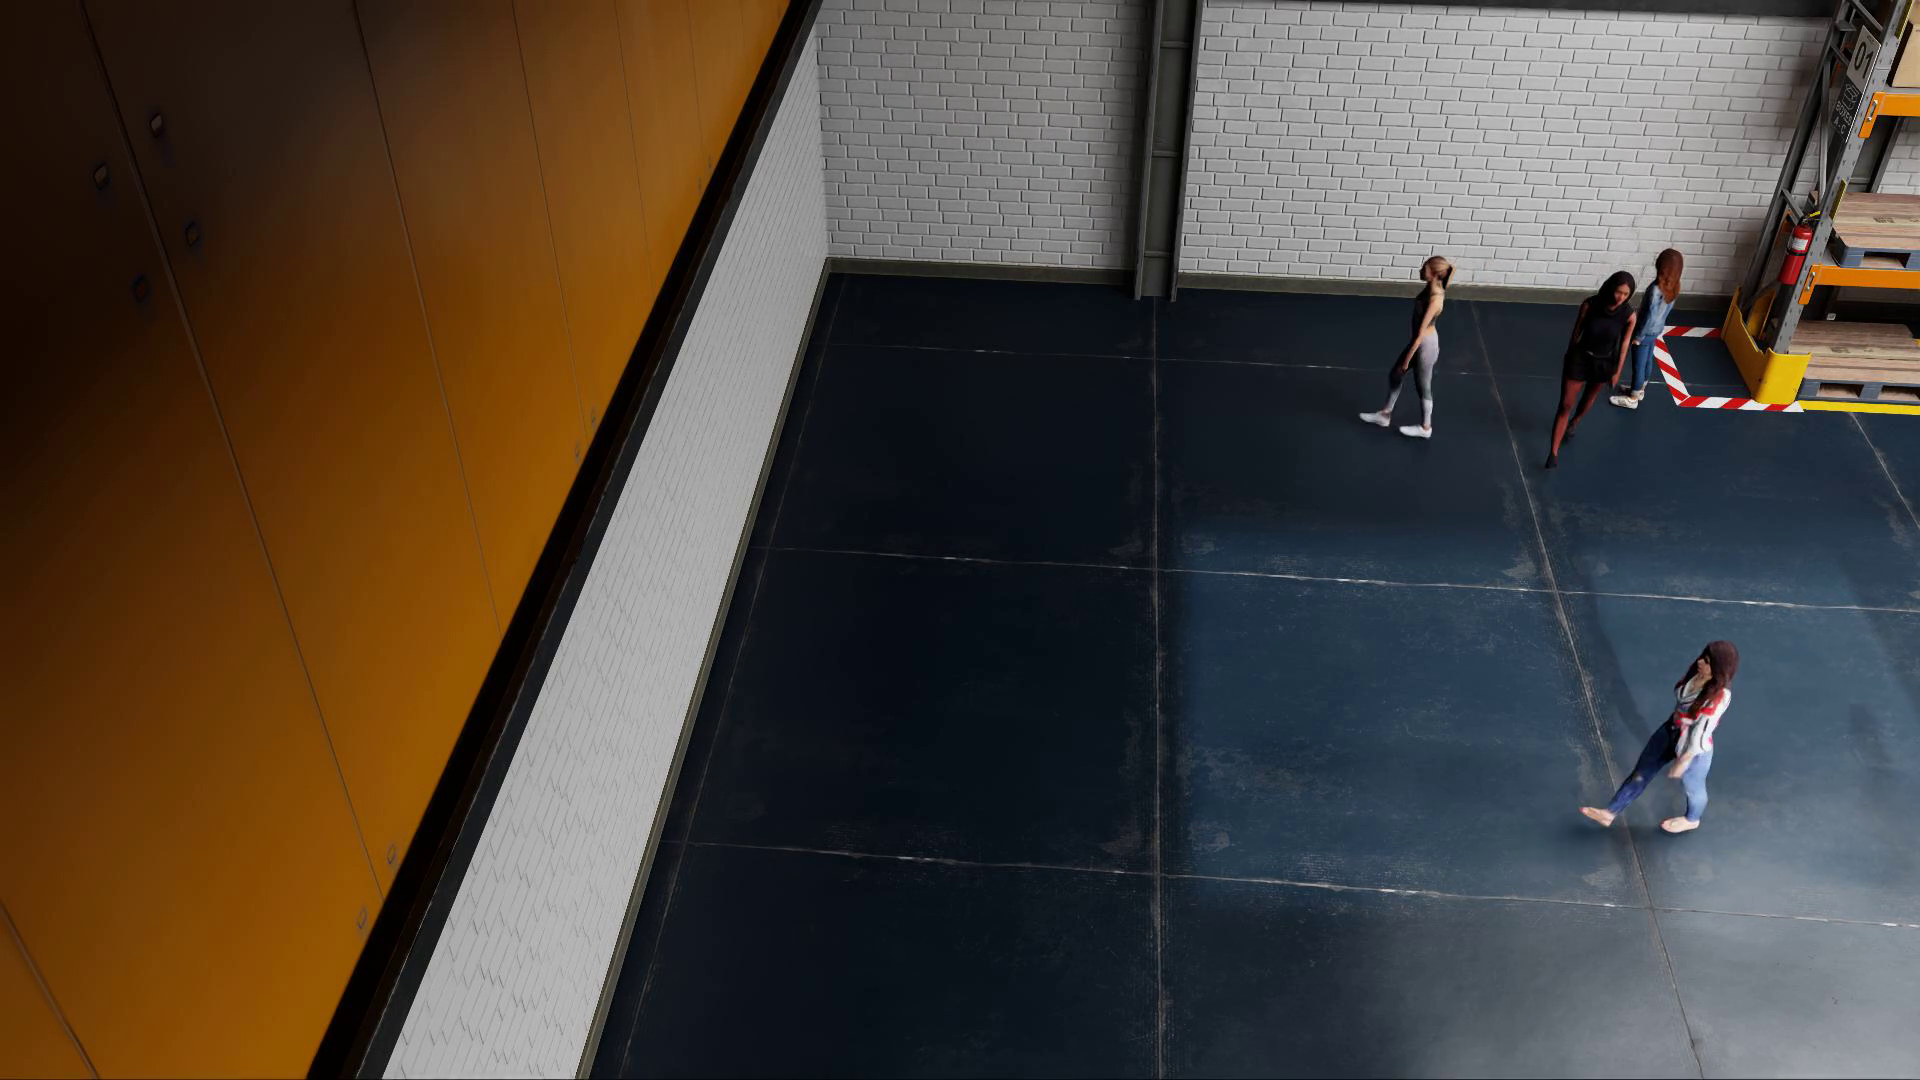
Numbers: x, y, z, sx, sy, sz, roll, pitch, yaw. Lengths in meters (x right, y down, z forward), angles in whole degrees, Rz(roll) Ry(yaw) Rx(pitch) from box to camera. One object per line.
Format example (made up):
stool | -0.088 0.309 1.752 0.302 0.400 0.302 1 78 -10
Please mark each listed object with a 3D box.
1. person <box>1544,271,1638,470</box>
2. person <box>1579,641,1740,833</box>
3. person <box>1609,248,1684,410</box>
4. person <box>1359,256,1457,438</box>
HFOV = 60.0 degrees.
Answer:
person | 5.122 -1.441 13.444 1.184 1.688 0.939 17 42 20
person | 4.520 1.249 10.164 1.057 1.577 0.738 -4 39 -5
person | 5.828 -1.790 14.051 0.666 1.475 0.643 28 46 30
person | 3.862 -1.542 13.571 0.862 1.686 0.654 7 39 9
